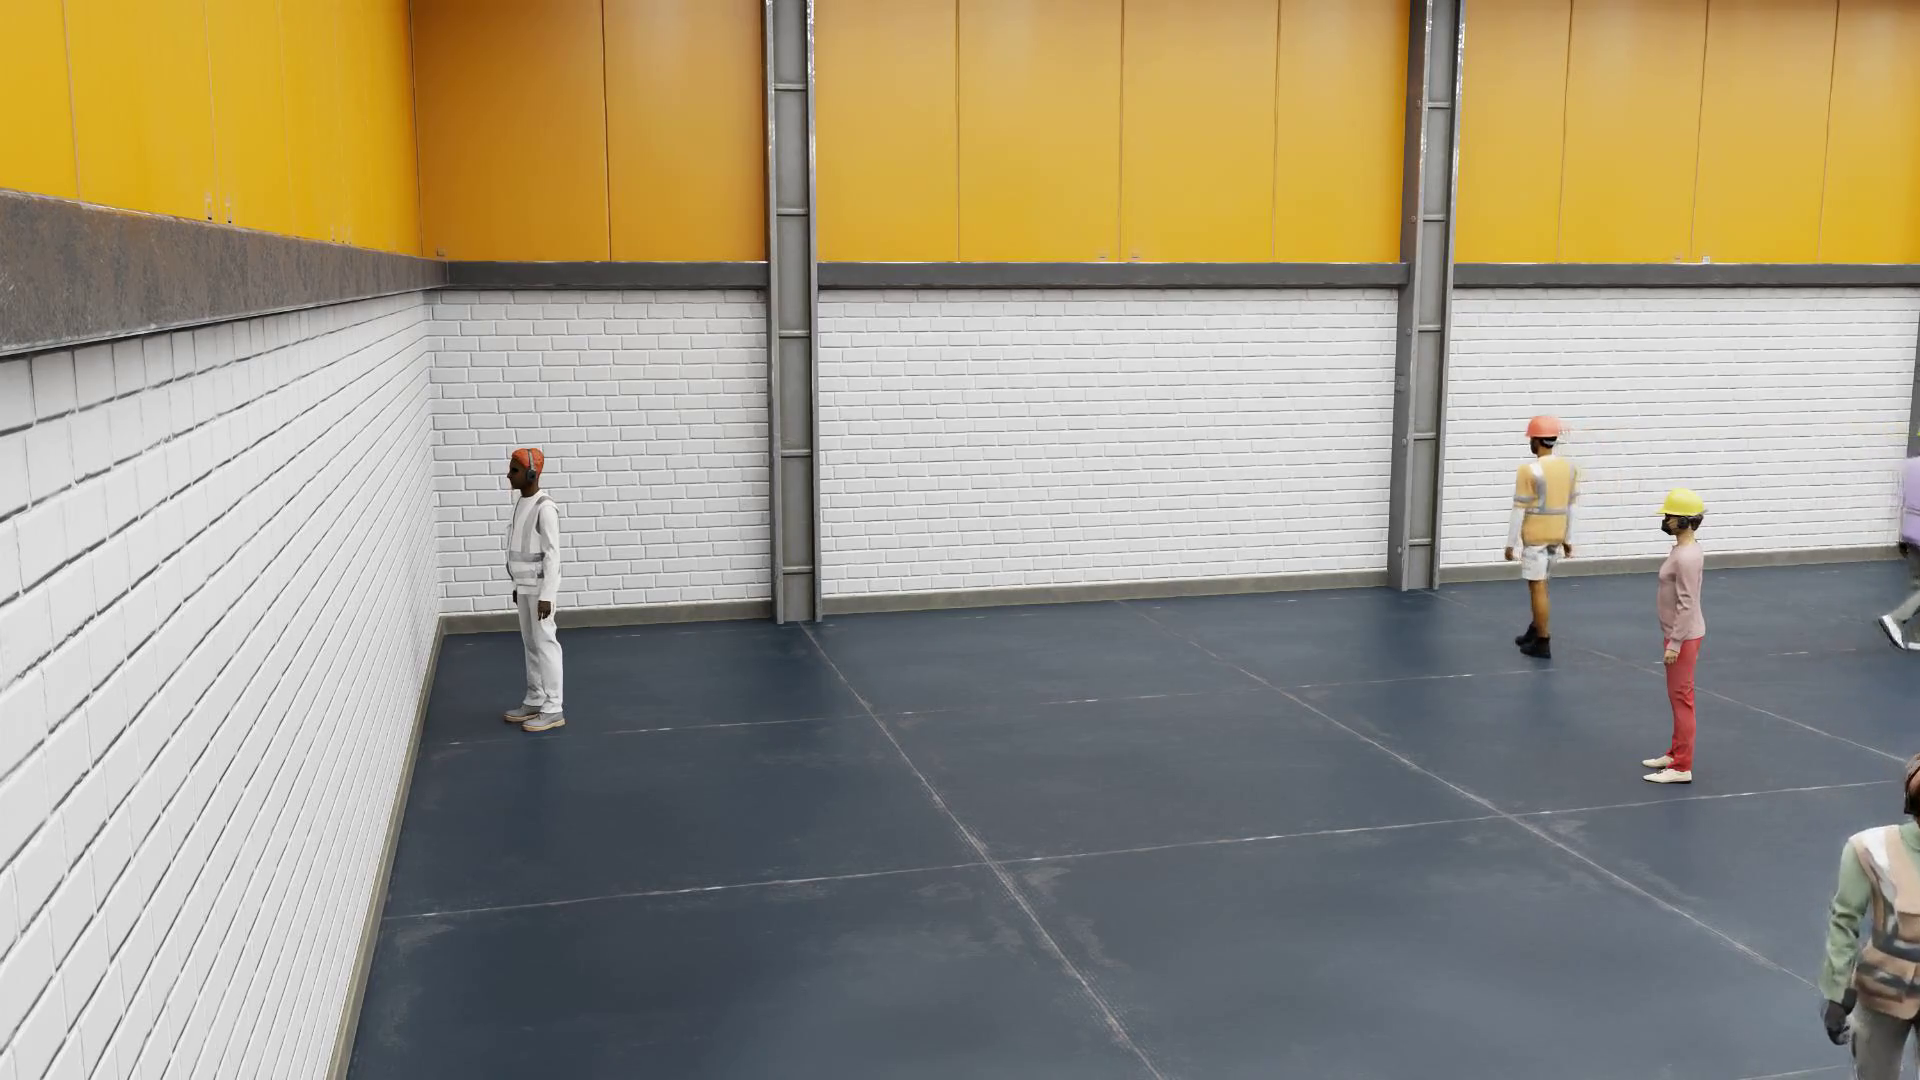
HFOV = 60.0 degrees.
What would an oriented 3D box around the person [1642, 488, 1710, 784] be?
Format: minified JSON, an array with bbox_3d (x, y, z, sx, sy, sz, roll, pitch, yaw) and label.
[{"bbox_3d":[4.270,0.570,9.918,0.315,1.769,0.523,4,10,23],"label":"person"}]

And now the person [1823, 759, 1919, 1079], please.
[{"bbox_3d":[2.949,1.422,5.133,0.533,1.592,0.855,4,10,22],"label":"person"}]

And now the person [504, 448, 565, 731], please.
[{"bbox_3d":[-2.846,0.325,11.089,0.355,1.883,0.574,-6,11,-34],"label":"person"}]

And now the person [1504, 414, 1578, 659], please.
[{"bbox_3d":[4.542,-0.037,13.216,0.572,1.920,0.626,-4,10,-26],"label":"person"}]

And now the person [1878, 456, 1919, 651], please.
[{"bbox_3d":[7.658,-0.029,13.237,0.566,1.906,0.616,-1,9,-8],"label":"person"}]
